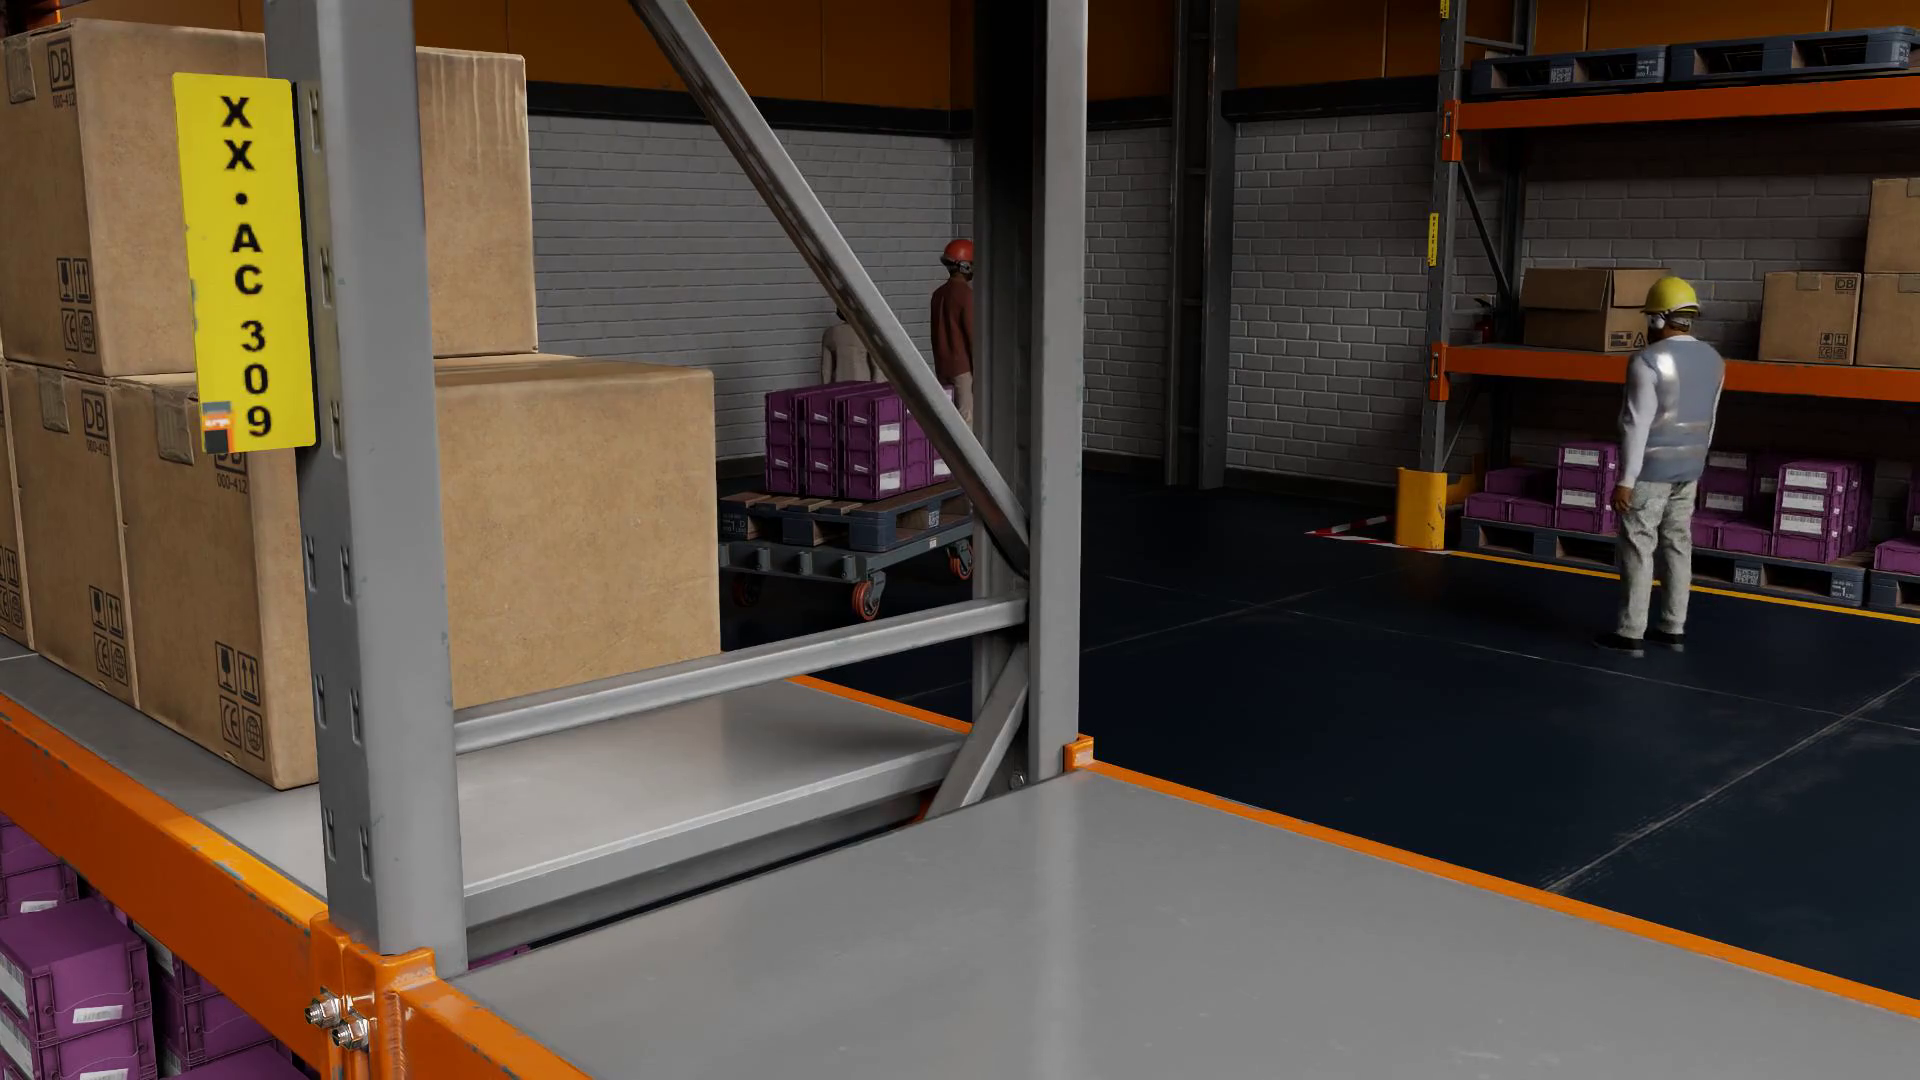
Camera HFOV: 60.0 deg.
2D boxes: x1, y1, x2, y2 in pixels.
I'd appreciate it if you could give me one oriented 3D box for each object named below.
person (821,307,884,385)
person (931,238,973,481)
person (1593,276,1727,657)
[{"bbox_3d":[-0.784,-1.027,12.254,0.503,1.632,0.271,5,11,24],"label":"person"},{"bbox_3d":[0.002,-1.298,12.743,0.376,1.997,0.612,-7,12,-33],"label":"person"},{"bbox_3d":[3.377,-0.346,8.020,0.619,1.829,0.404,-5,12,-27],"label":"person"}]
